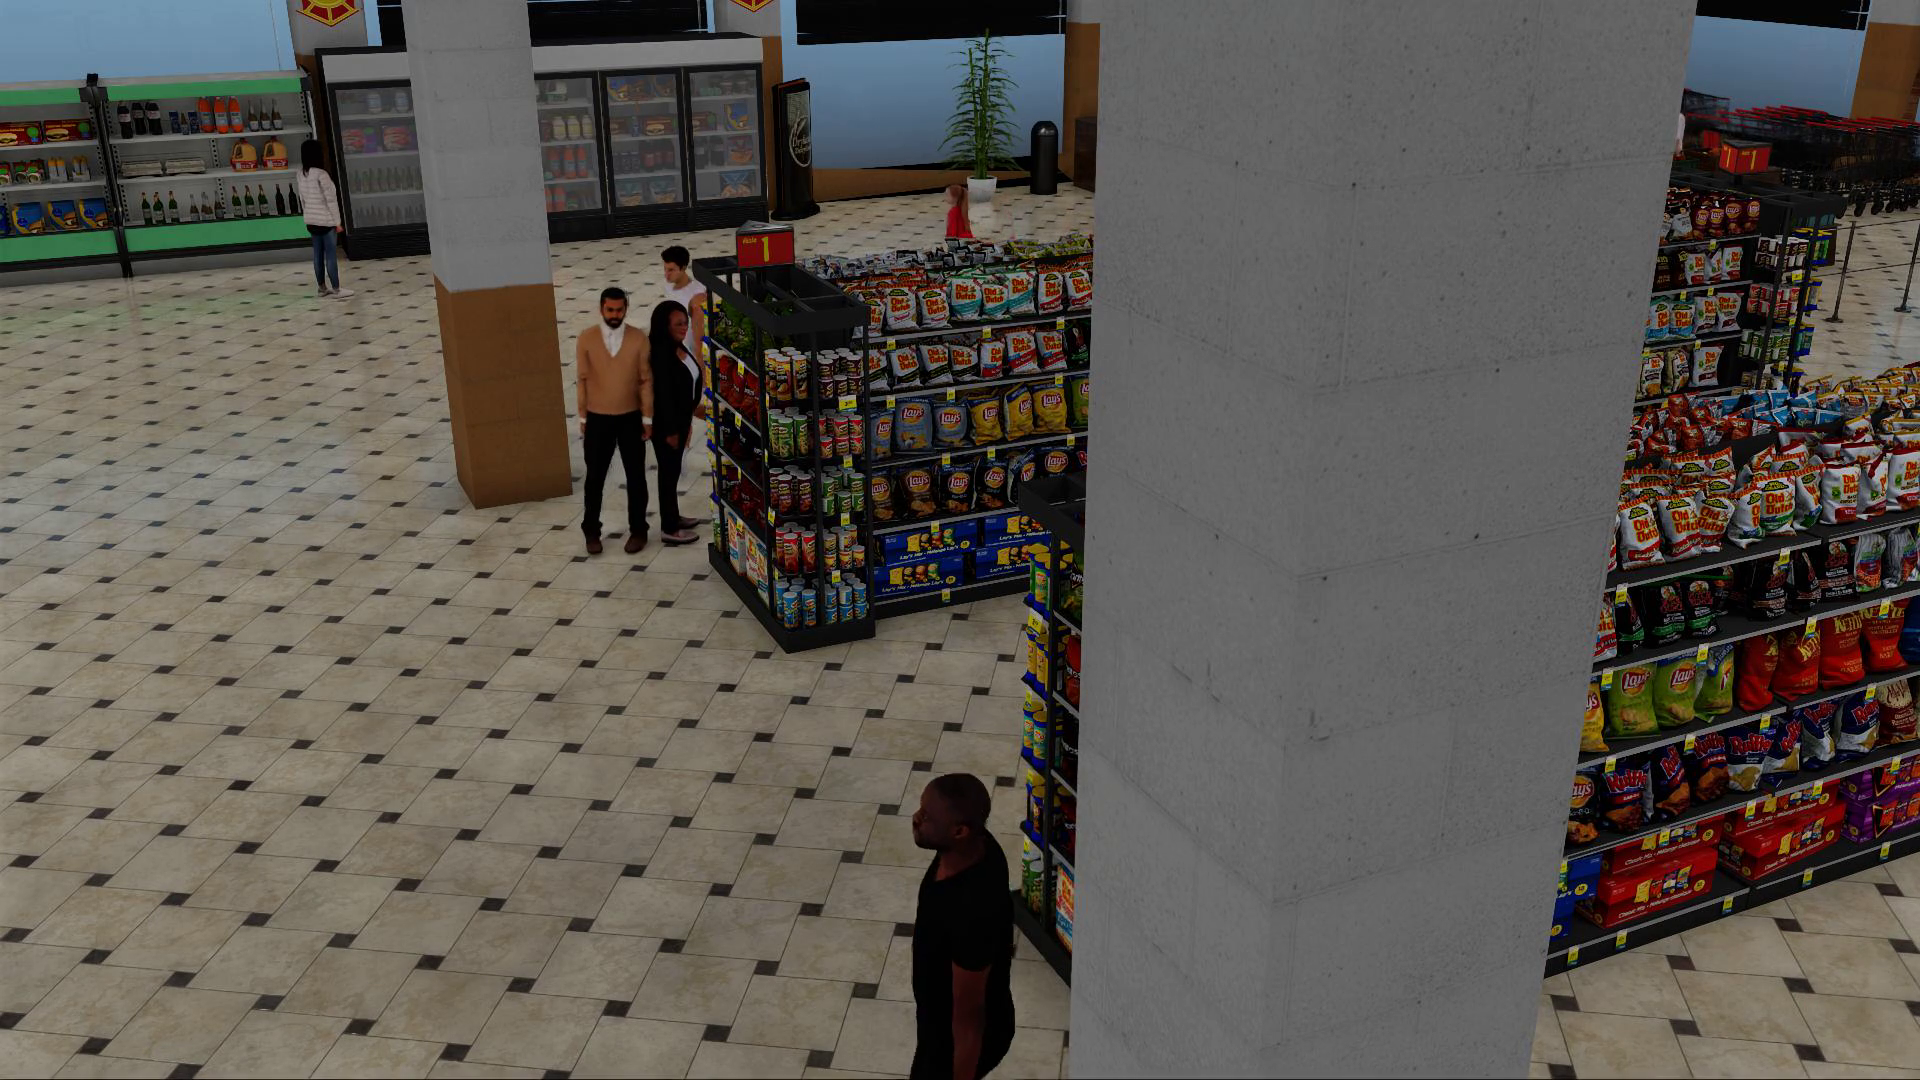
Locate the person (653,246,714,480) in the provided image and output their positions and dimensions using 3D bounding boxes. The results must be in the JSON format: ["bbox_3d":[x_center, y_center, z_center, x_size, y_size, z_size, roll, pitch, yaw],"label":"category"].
[{"bbox_3d":[-1.885,-1.290,12.100,1.062,1.740,0.744,-11,24,-25],"label":"person"}]

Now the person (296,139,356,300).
[{"bbox_3d":[-6.670,-3.351,17.366,0.705,1.638,0.744,10,24,24],"label":"person"}]

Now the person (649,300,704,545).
[{"bbox_3d":[-1.933,-0.789,11.025,0.742,1.612,0.731,-2,22,-4],"label":"person"}]

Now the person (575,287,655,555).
[{"bbox_3d":[-2.227,-0.808,10.892,0.711,1.747,0.838,-1,22,-4],"label":"person"}]

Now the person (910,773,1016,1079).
[{"bbox_3d":[0.080,1.499,5.079,1.119,1.800,0.930,-1,22,-2],"label":"person"}]

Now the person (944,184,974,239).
[{"bbox_3d":[0.059,-2.965,16.924,0.933,1.251,0.824,6,23,15],"label":"person"}]
